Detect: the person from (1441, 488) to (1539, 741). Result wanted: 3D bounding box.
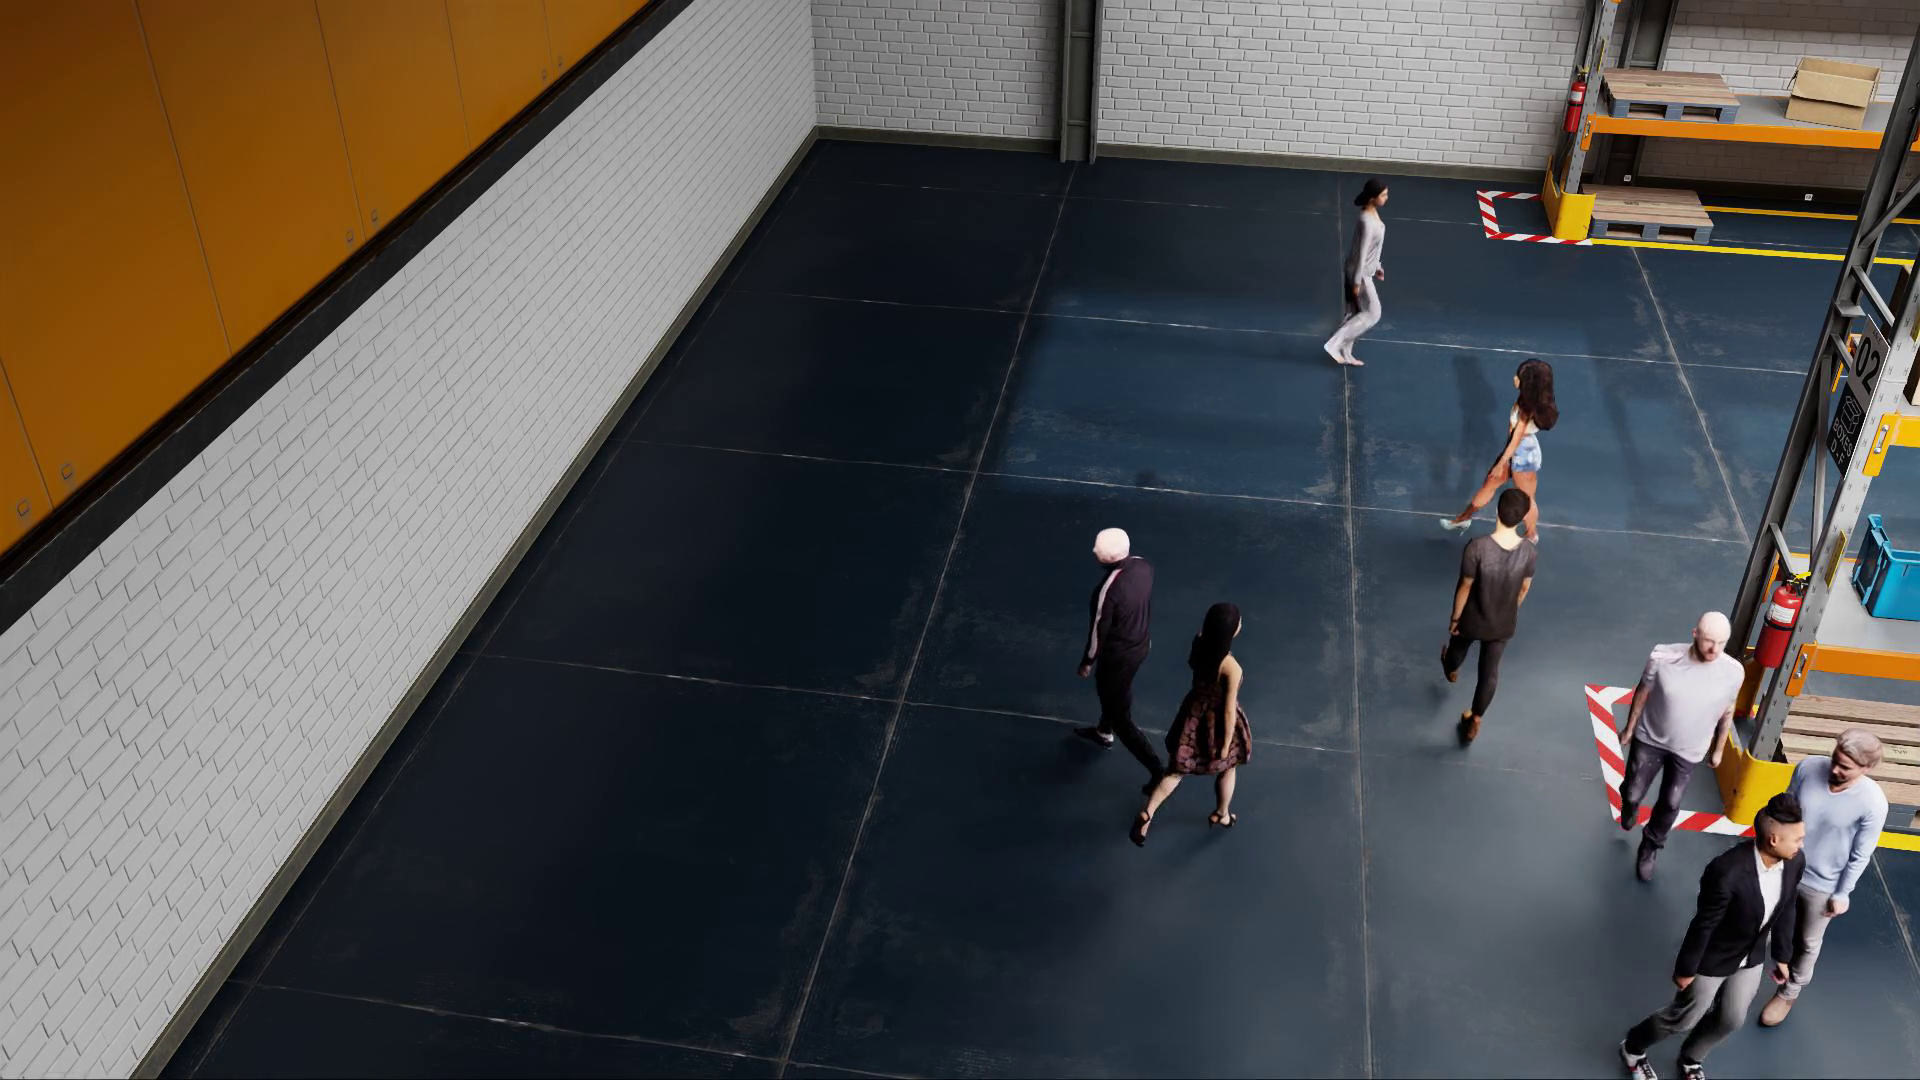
[{"bbox_3d":[3.330,0.514,10.466,0.970,1.671,0.677,6,34,8],"label":"person"}]

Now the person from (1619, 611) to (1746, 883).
[{"bbox_3d":[4.046,1.090,9.464,0.815,1.822,0.840,9,35,13],"label":"person"}]

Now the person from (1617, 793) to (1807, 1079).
[{"bbox_3d":[3.710,1.929,8.099,0.811,1.935,0.932,-6,34,-8],"label":"person"}]

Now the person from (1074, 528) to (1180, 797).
[{"bbox_3d":[1.026,0.755,9.989,1.201,1.796,0.939,22,39,29],"label":"person"}]

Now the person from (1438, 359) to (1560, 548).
[{"bbox_3d":[4.175,-0.567,12.163,0.958,1.593,0.610,8,34,12],"label":"person"}]

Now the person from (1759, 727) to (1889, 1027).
[{"bbox_3d":[4.332,1.683,8.509,0.803,1.890,0.747,-20,39,-28],"label":"person"}]

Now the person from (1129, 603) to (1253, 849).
[{"bbox_3d":[1.357,1.104,9.506,1.137,1.751,1.082,-20,39,-28],"label":"person"}]

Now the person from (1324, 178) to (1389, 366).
[{"bbox_3d":[3.453,-2.357,14.702,0.668,1.762,0.586,7,34,10],"label":"person"}]
